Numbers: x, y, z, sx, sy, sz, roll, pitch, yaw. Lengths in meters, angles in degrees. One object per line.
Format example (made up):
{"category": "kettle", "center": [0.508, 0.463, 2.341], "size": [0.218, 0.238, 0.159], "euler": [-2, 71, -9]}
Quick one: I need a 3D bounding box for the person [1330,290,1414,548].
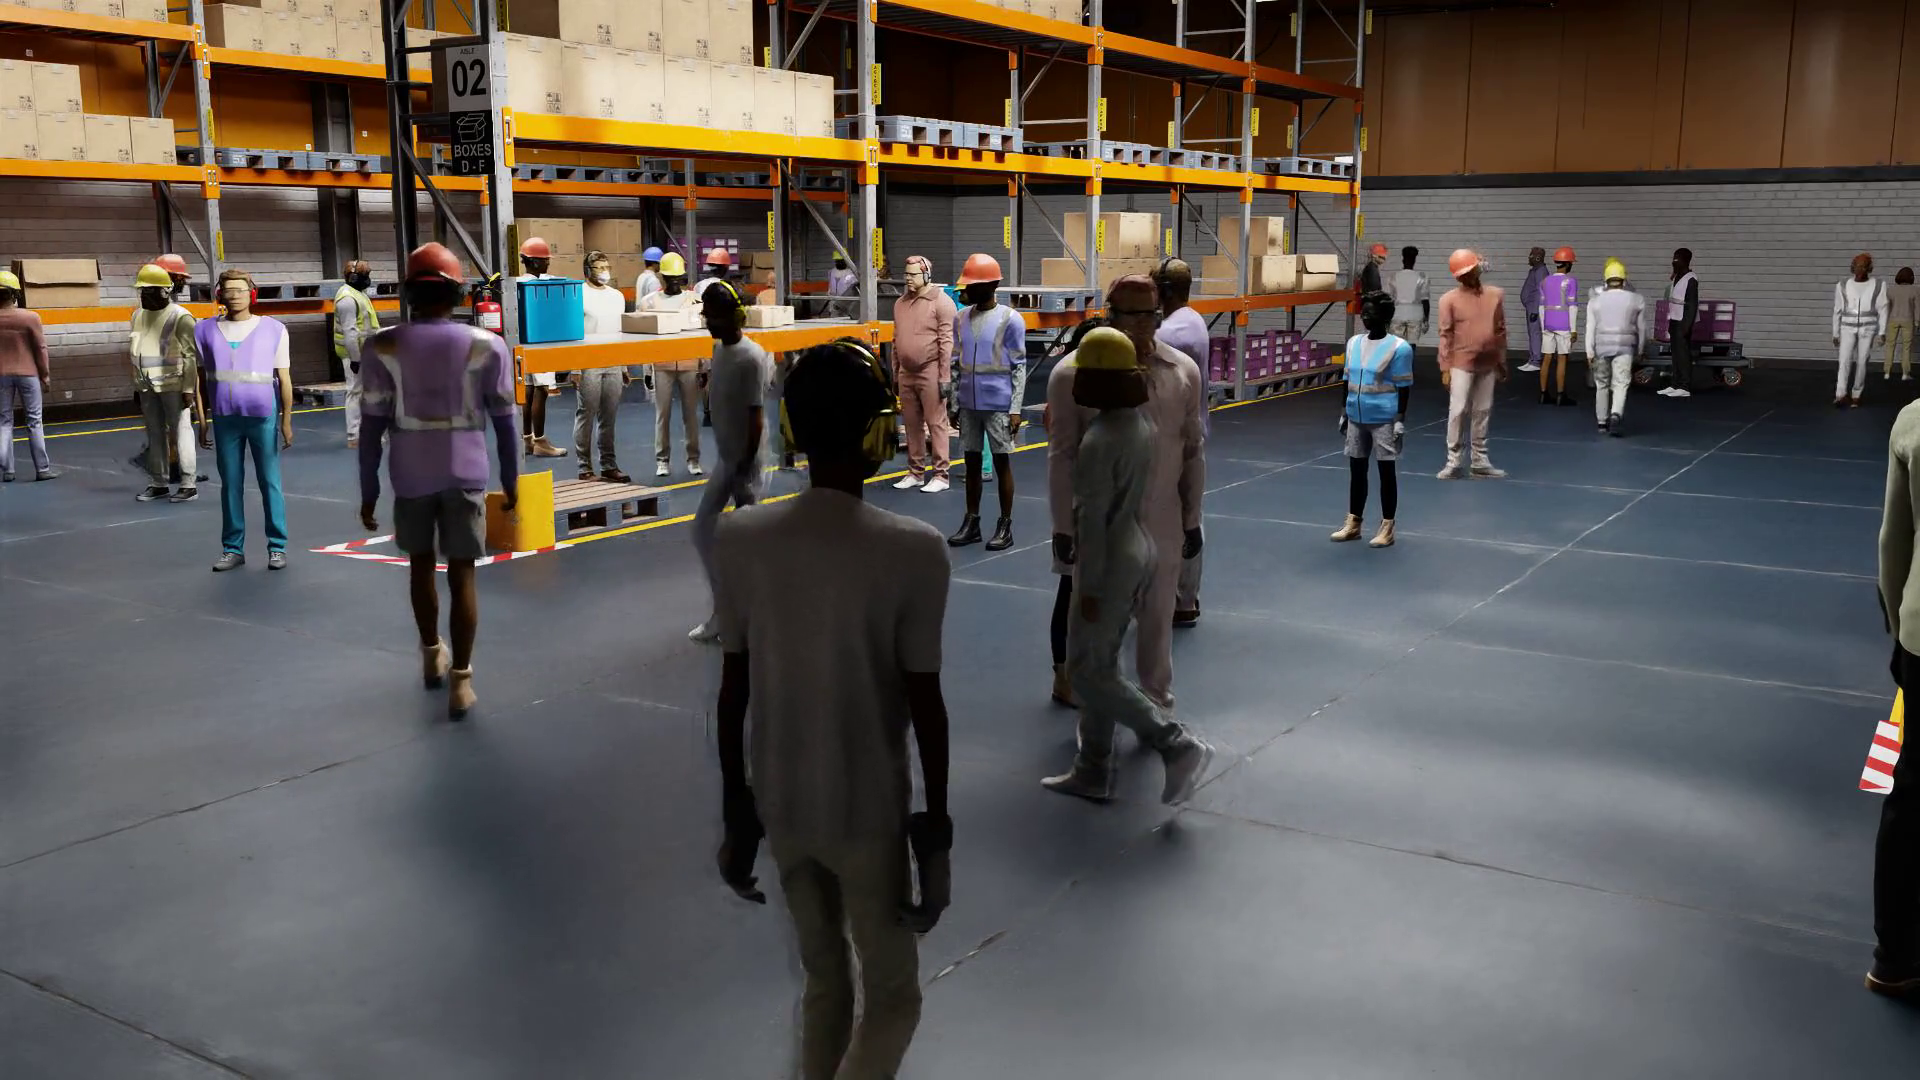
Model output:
{"category": "person", "center": [2.735, -0.800, 11.012], "size": [0.322, 1.697, 0.530], "euler": [-8, 13, -38]}

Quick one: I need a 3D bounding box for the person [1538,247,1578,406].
{"category": "person", "center": [7.358, -2.617, 20.411], "size": [0.362, 1.939, 0.543], "euler": [-6, 12, -29]}

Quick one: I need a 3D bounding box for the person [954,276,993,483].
{"category": "person", "center": [0.113, -1.360, 13.928], "size": [0.331, 1.768, 0.527], "euler": [-1, 10, -4]}

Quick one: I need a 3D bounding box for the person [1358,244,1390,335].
{"category": "person", "center": [6.543, -3.653, 26.110], "size": [0.746, 1.953, 0.634], "euler": [0, 10, 2]}

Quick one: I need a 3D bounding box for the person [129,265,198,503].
{"category": "person", "center": [-6.179, -1.203, 12.874], "size": [0.587, 1.833, 0.404], "euler": [3, 11, 18]}

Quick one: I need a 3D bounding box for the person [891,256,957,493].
{"category": "person", "center": [-0.321, -1.329, 13.406], "size": [0.636, 1.900, 0.402], "euler": [8, 13, 39]}

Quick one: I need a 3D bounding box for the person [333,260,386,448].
{"category": "person", "center": [-5.872, -1.808, 16.250], "size": [0.429, 1.831, 0.634], "euler": [-2, 10, -9]}

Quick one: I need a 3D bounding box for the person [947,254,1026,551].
{"category": "person", "center": [0.158, -0.892, 10.870], "size": [0.549, 1.932, 0.375], "euler": [7, 12, 33]}

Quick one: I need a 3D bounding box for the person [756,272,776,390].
{"category": "person", "center": [-2.519, -2.841, 22.612], "size": [0.503, 1.587, 0.843], "euler": [5, 11, 25]}

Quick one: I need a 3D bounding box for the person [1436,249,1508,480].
{"category": "person", "center": [4.359, -1.471, 14.060], "size": [0.735, 1.951, 0.362], "euler": [-3, 11, -18]}

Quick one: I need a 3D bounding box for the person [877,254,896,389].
{"category": "person", "center": [-0.957, -2.603, 20.594], "size": [0.508, 1.844, 0.336], "euler": [1, 10, 4]}

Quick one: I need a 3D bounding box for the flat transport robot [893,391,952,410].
{"category": "flat transport robot", "center": [-0.515, -1.718, 20.055], "size": [0.652, 0.197, 1.431], "euler": [3, 11, 16]}

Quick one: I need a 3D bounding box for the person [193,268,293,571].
{"category": "person", "center": [-4.395, -0.736, 10.233], "size": [0.570, 1.849, 0.383], "euler": [-1, 10, -7]}

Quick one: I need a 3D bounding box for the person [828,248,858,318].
{"category": "person", "center": [-1.930, -3.683, 26.407], "size": [0.615, 1.899, 0.778], "euler": [6, 12, 31]}

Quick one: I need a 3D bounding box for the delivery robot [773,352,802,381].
{"category": "delivery robot", "center": [-2.378, -2.428, 22.943], "size": [0.477, 0.478, 0.707], "euler": [3, 11, 16]}

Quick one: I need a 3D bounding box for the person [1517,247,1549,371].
{"category": "person", "center": [8.886, -3.571, 25.775], "size": [0.407, 1.913, 0.641], "euler": [3, 11, 14]}

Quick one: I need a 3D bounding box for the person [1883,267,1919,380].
{"category": "person", "center": [13.666, -3.139, 24.148], "size": [0.498, 1.633, 0.278], "euler": [8, 13, 39]}

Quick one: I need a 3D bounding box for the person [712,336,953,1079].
{"category": "person", "center": [-0.273, 0.551, 3.143], "size": [0.503, 1.849, 0.632], "euler": [4, 11, 22]}

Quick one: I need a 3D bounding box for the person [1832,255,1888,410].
{"category": "person", "center": [10.752, -2.477, 19.903], "size": [0.600, 1.833, 0.964], "euler": [6, 12, 30]}

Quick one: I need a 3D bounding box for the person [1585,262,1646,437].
{"category": "person", "center": [6.799, -1.984, 17.298], "size": [0.579, 1.805, 0.846], "euler": [5, 12, 28]}

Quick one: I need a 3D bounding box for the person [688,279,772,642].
{"category": "person", "center": [-1.153, -0.367, 8.245], "size": [0.562, 1.836, 0.582], "euler": [-7, 12, -34]}

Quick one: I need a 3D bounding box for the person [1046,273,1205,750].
{"category": "person", "center": [0.661, -0.091, 6.547], "size": [0.647, 1.897, 0.399], "euler": [-2, 11, -13]}

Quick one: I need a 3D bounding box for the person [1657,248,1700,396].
{"category": "person", "center": [9.391, -2.823, 21.620], "size": [0.371, 1.914, 0.597], "euler": [0, 10, 2]}

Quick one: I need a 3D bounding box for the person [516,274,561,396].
{"category": "person", "center": [-5.475, -2.797, 21.566], "size": [0.574, 1.882, 0.358], "euler": [0, 10, 1]}

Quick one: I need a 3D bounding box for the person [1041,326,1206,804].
{"category": "person", "center": [0.574, 0.114, 5.869], "size": [0.585, 1.726, 0.488], "euler": [5, 11, 25]}

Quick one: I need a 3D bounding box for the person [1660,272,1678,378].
{"category": "person", "center": [10.567, -3.209, 24.536], "size": [0.274, 1.632, 0.503], "euler": [-3, 11, -16]}

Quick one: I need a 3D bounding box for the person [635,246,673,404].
{"category": "person", "center": [-3.814, -2.662, 20.656], "size": [0.412, 1.941, 0.631], "euler": [-5, 11, -25]}

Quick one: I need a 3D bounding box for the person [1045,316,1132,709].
{"category": "person", "center": [0.583, -0.125, 7.275], "size": [0.315, 1.696, 0.540], "euler": [9, 13, 39]}

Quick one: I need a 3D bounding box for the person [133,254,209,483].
{"category": "person", "center": [-6.543, -1.403, 13.768], "size": [0.477, 1.911, 0.540], "euler": [-5, 11, -26]}

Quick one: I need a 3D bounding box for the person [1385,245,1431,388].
{"category": "person", "center": [6.068, -3.015, 22.586], "size": [0.613, 1.950, 0.480], "euler": [4, 11, 23]}

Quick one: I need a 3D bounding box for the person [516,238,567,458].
{"category": "person", "center": [-3.938, -1.792, 15.553], "size": [0.378, 2.041, 0.616], "euler": [-7, 13, -35]}

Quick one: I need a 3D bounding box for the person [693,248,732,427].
{"category": "person", "center": [-2.611, -2.185, 18.025], "size": [0.551, 1.934, 0.372], "euler": [5, 12, 28]}

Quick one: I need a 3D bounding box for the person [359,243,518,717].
{"category": "person", "center": [-2.273, -0.288, 7.320], "size": [0.635, 2.000, 0.959], "euler": [-2, 10, -12]}

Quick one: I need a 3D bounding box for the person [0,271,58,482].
{"category": "person", "center": [-7.913, -1.363, 13.942], "size": [0.525, 1.770, 0.307], "euler": [-2, 11, -13]}

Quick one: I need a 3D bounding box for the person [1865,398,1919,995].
{"category": "person", "center": [2.648, 0.269, 4.268], "size": [0.376, 1.995, 0.608], "euler": [-4, 11, -22]}

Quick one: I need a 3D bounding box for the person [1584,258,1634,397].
{"category": "person", "center": [8.460, -2.773, 21.707], "size": [0.607, 1.780, 0.899], "euler": [2, 10, 11]}

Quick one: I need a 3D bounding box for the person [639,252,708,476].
{"category": "person", "center": [-2.449, -1.501, 14.297], "size": [0.580, 1.918, 0.390], "euler": [-3, 11, -14]}

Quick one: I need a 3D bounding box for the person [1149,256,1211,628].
{"category": "person", "center": [1.129, -0.507, 8.725], "size": [0.355, 1.936, 0.633], "euler": [3, 11, 16]}

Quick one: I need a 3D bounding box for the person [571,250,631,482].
{"category": "person", "center": [-2.991, -1.420, 13.783], "size": [0.372, 1.940, 0.627], "euler": [7, 13, 35]}
